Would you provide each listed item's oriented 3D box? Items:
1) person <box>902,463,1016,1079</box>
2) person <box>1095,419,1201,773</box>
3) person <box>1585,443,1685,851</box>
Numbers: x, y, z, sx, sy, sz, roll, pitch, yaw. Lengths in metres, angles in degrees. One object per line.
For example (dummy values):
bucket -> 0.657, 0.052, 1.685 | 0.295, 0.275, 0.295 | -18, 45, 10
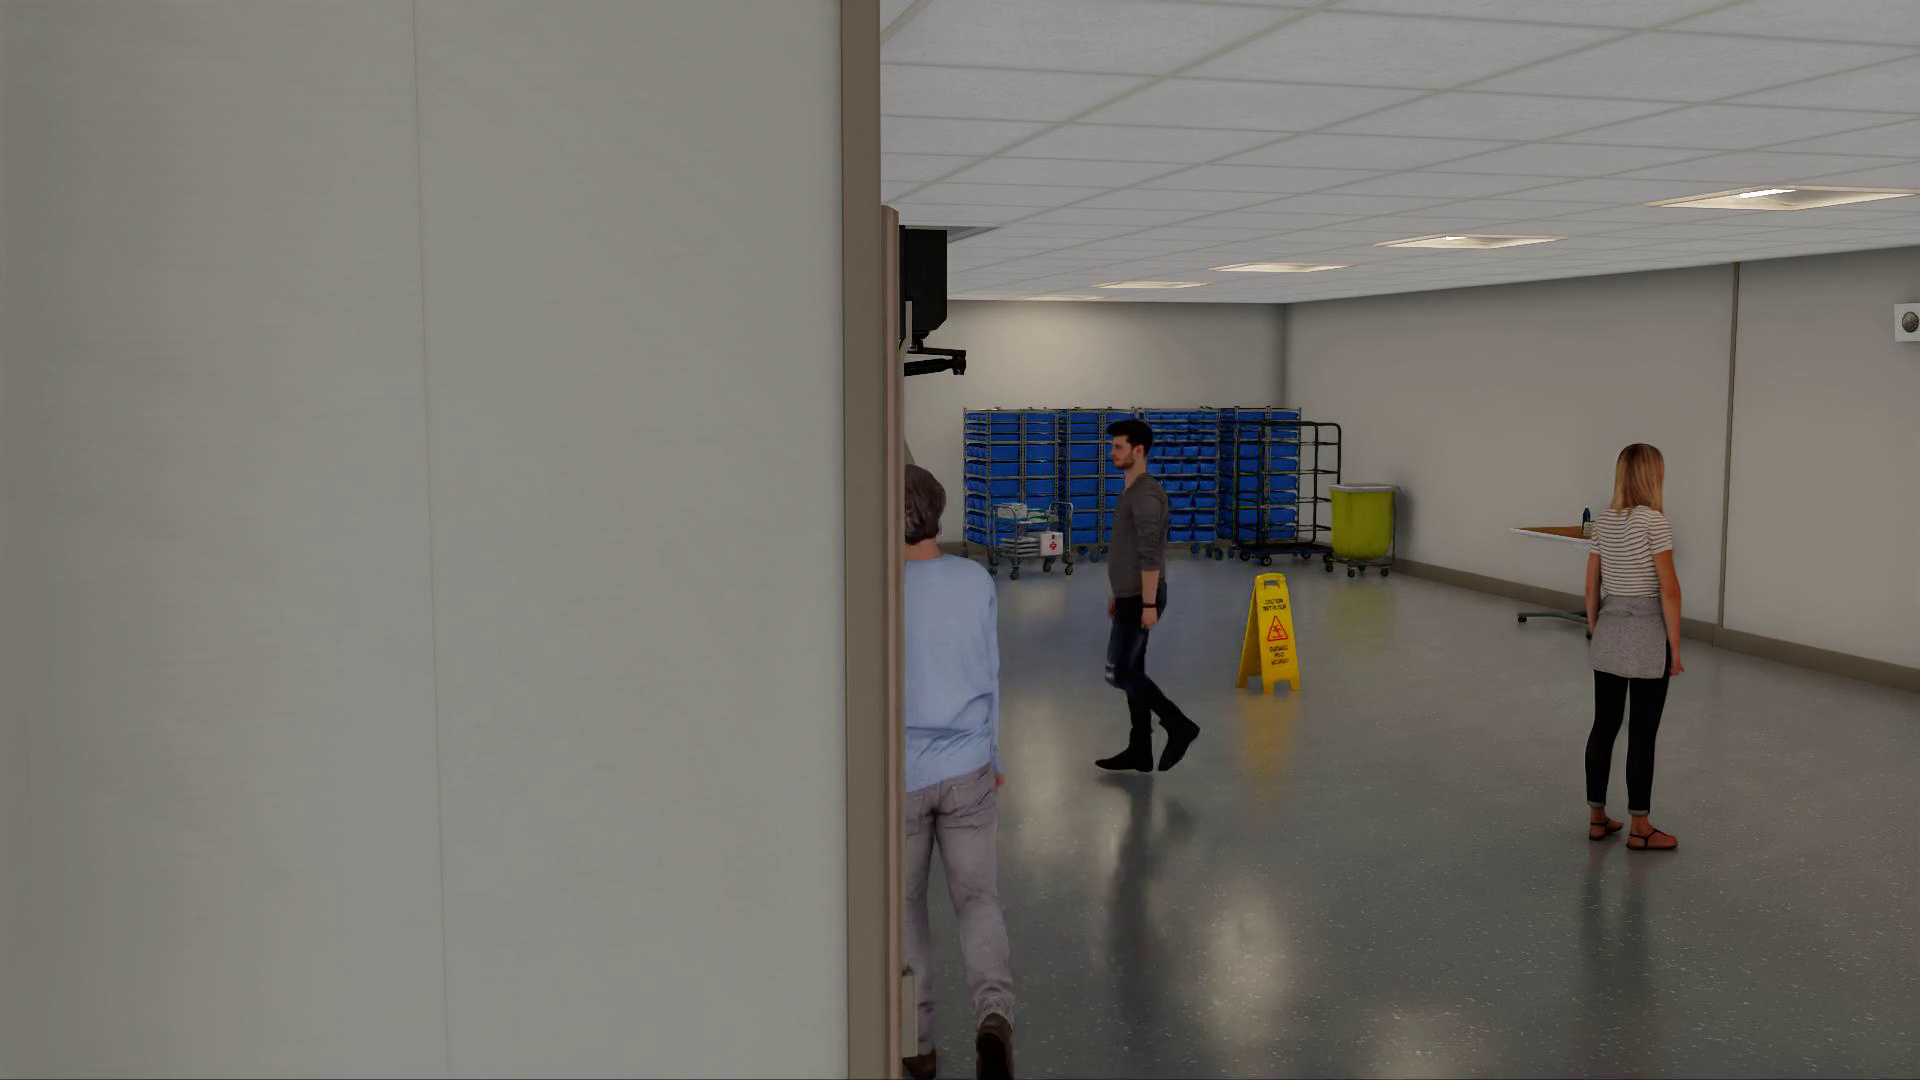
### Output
person -> -0.056, 0.727, 4.815 | 0.654, 1.866, 1.033 | -2, 6, -15
person -> 1.029, 0.316, 8.794 | 0.886, 1.888, 0.831 | 0, 6, 4
person -> 3.038, 0.473, 7.539 | 0.731, 1.826, 0.569 | -4, 7, -32
